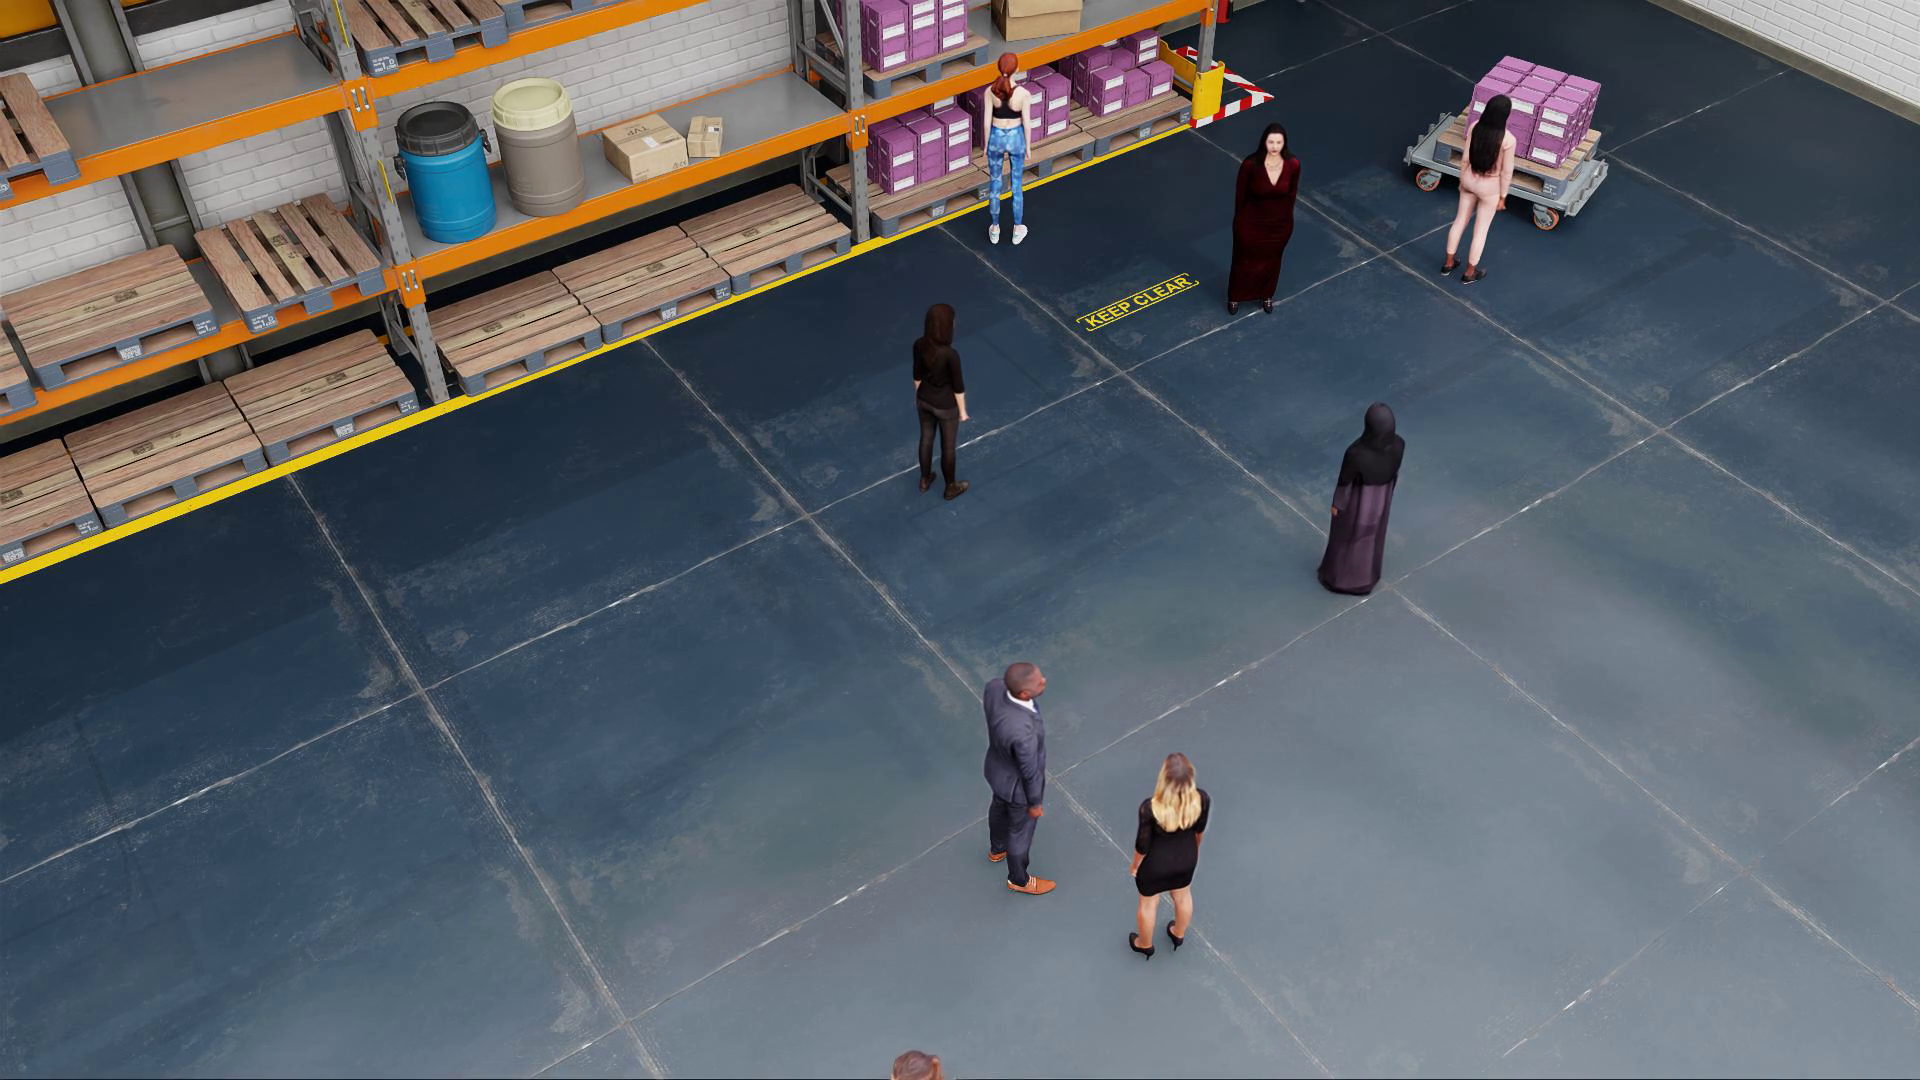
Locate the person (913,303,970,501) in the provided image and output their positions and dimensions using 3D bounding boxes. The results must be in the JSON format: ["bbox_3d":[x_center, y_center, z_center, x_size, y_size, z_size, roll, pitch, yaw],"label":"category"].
[{"bbox_3d":[-0.160,-0.985,11.985,0.649,1.640,0.630,24,48,23],"label":"person"}]

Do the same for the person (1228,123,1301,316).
[{"bbox_3d":[2.478,-2.621,13.618,0.719,1.758,0.827,-3,44,-3],"label":"person"}]

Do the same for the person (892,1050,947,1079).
[{"bbox_3d":[-0.123,2.831,8.049,0.600,1.545,0.540,-21,47,-21],"label":"person"}]

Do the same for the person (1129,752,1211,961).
[{"bbox_3d":[1.128,1.744,9.096,0.516,1.675,0.665,-11,45,-11],"label":"person"}]

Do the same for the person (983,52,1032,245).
[{"bbox_3d":[0.399,-3.388,14.403,0.667,1.784,0.736,4,44,4],"label":"person"}]

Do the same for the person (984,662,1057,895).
[{"bbox_3d":[0.322,1.325,9.427,0.684,1.824,0.755,-15,46,-15],"label":"person"}]

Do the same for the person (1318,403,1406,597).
[{"bbox_3d":[2.741,-0.281,11.266,0.655,1.614,0.760,-9,44,-9],"label":"person"}]

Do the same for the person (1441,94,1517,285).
[{"bbox_3d":[4.381,-2.954,13.994,0.564,1.721,0.638,-31,52,-29],"label":"person"}]
